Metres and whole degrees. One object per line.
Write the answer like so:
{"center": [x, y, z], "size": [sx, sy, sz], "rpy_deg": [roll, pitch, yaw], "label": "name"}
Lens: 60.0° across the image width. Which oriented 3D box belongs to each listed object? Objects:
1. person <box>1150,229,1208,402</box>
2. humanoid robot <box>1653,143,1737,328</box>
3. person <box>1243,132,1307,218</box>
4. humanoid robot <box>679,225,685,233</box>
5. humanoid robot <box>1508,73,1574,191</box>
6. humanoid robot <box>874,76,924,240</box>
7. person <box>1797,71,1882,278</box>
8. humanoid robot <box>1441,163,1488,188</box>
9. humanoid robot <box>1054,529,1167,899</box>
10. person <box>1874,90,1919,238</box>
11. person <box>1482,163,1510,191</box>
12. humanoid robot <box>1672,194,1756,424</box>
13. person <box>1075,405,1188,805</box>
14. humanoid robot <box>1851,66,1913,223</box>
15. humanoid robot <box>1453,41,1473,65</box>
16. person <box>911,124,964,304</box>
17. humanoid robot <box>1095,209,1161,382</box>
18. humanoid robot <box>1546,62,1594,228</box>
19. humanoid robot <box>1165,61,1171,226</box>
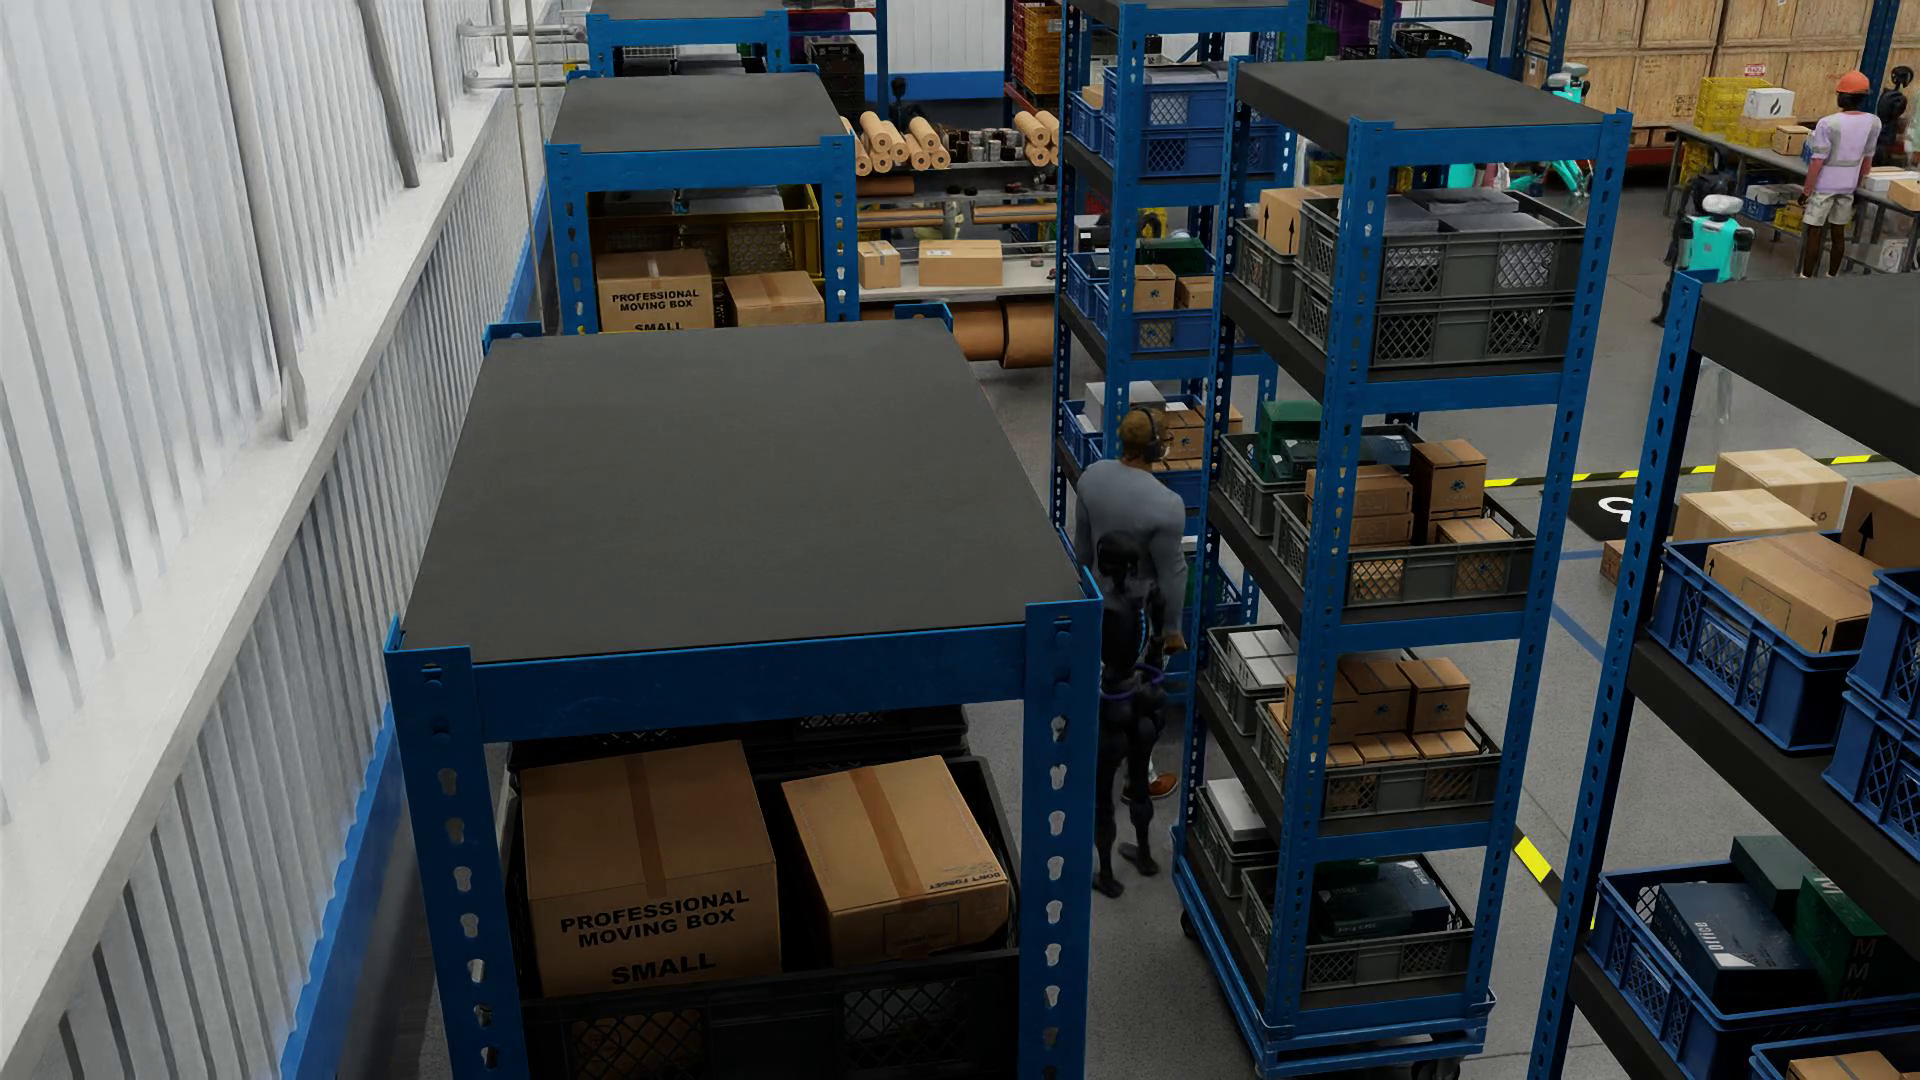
{"center": [1.402, -1.108, 10.813], "size": [0.586, 1.852, 0.382], "rpy_deg": [-4, 25, -8], "label": "person"}
{"center": [6.330, -2.554, 14.182], "size": [0.593, 1.632, 0.692], "rpy_deg": [-8, 26, -17], "label": "humanoid robot"}
{"center": [2.831, -3.098, 15.130], "size": [0.588, 1.865, 0.425], "rpy_deg": [-3, 25, -7], "label": "person"}
{"center": [-2.799, -3.731, 16.683], "size": [0.824, 1.797, 0.587], "rpy_deg": [6, 25, 14], "label": "humanoid robot"}
{"center": [5.718, -3.839, 16.832], "size": [0.737, 1.749, 0.531], "rpy_deg": [8, 26, 17], "label": "humanoid robot"}
{"center": [-0.608, -3.945, 17.203], "size": [0.616, 1.641, 0.388], "rpy_deg": [-3, 25, -6], "label": "humanoid robot"}
{"center": [7.987, -3.244, 15.232], "size": [0.613, 2.041, 0.374], "rpy_deg": [-4, 25, -8], "label": "person"}
{"center": [4.098, -2.662, 14.318], "size": [0.692, 1.788, 0.531], "rpy_deg": [-14, 28, -28], "label": "humanoid robot"}
{"center": [0.655, 0.725, 7.018], "size": [0.599, 1.657, 0.315], "rpy_deg": [-19, 31, -36], "label": "humanoid robot"}
{"center": [9.934, -4.029, 17.065], "size": [0.649, 1.930, 0.532], "rpy_deg": [-22, 33, -39], "label": "person"}
{"center": [4.648, -2.916, 14.777], "size": [0.403, 1.822, 0.588], "rpy_deg": [2, 25, 5], "label": "person"}
{"center": [5.566, -1.688, 12.225], "size": [0.794, 1.787, 0.562], "rpy_deg": [-21, 32, -38], "label": "humanoid robot"}
{"center": [0.786, 0.303, 7.643], "size": [0.353, 1.937, 0.634], "rpy_deg": [-19, 31, -35], "label": "person"}
{"center": [9.803, -4.241, 17.839], "size": [0.461, 1.646, 0.594], "rpy_deg": [5, 25, 11], "label": "humanoid robot"}
{"center": [5.773, -4.954, 19.364], "size": [0.315, 1.657, 0.599], "rpy_deg": [7, 26, 15], "label": "humanoid robot"}
{"center": [-0.182, -2.575, 14.015], "size": [0.429, 1.839, 0.632], "rpy_deg": [-11, 27, -23], "label": "person"}
{"center": [1.314, -2.058, 13.085], "size": [0.585, 1.638, 0.445], "rpy_deg": [-2, 25, -4], "label": "humanoid robot"}
{"center": [6.361, -4.004, 17.171], "size": [0.551, 1.749, 0.674], "rpy_deg": [-14, 28, -28], "label": "humanoid robot"}
{"center": [2.011, -4.219, 17.799], "size": [0.557, 1.859, 0.829], "rpy_deg": [-12, 27, -24], "label": "humanoid robot"}
